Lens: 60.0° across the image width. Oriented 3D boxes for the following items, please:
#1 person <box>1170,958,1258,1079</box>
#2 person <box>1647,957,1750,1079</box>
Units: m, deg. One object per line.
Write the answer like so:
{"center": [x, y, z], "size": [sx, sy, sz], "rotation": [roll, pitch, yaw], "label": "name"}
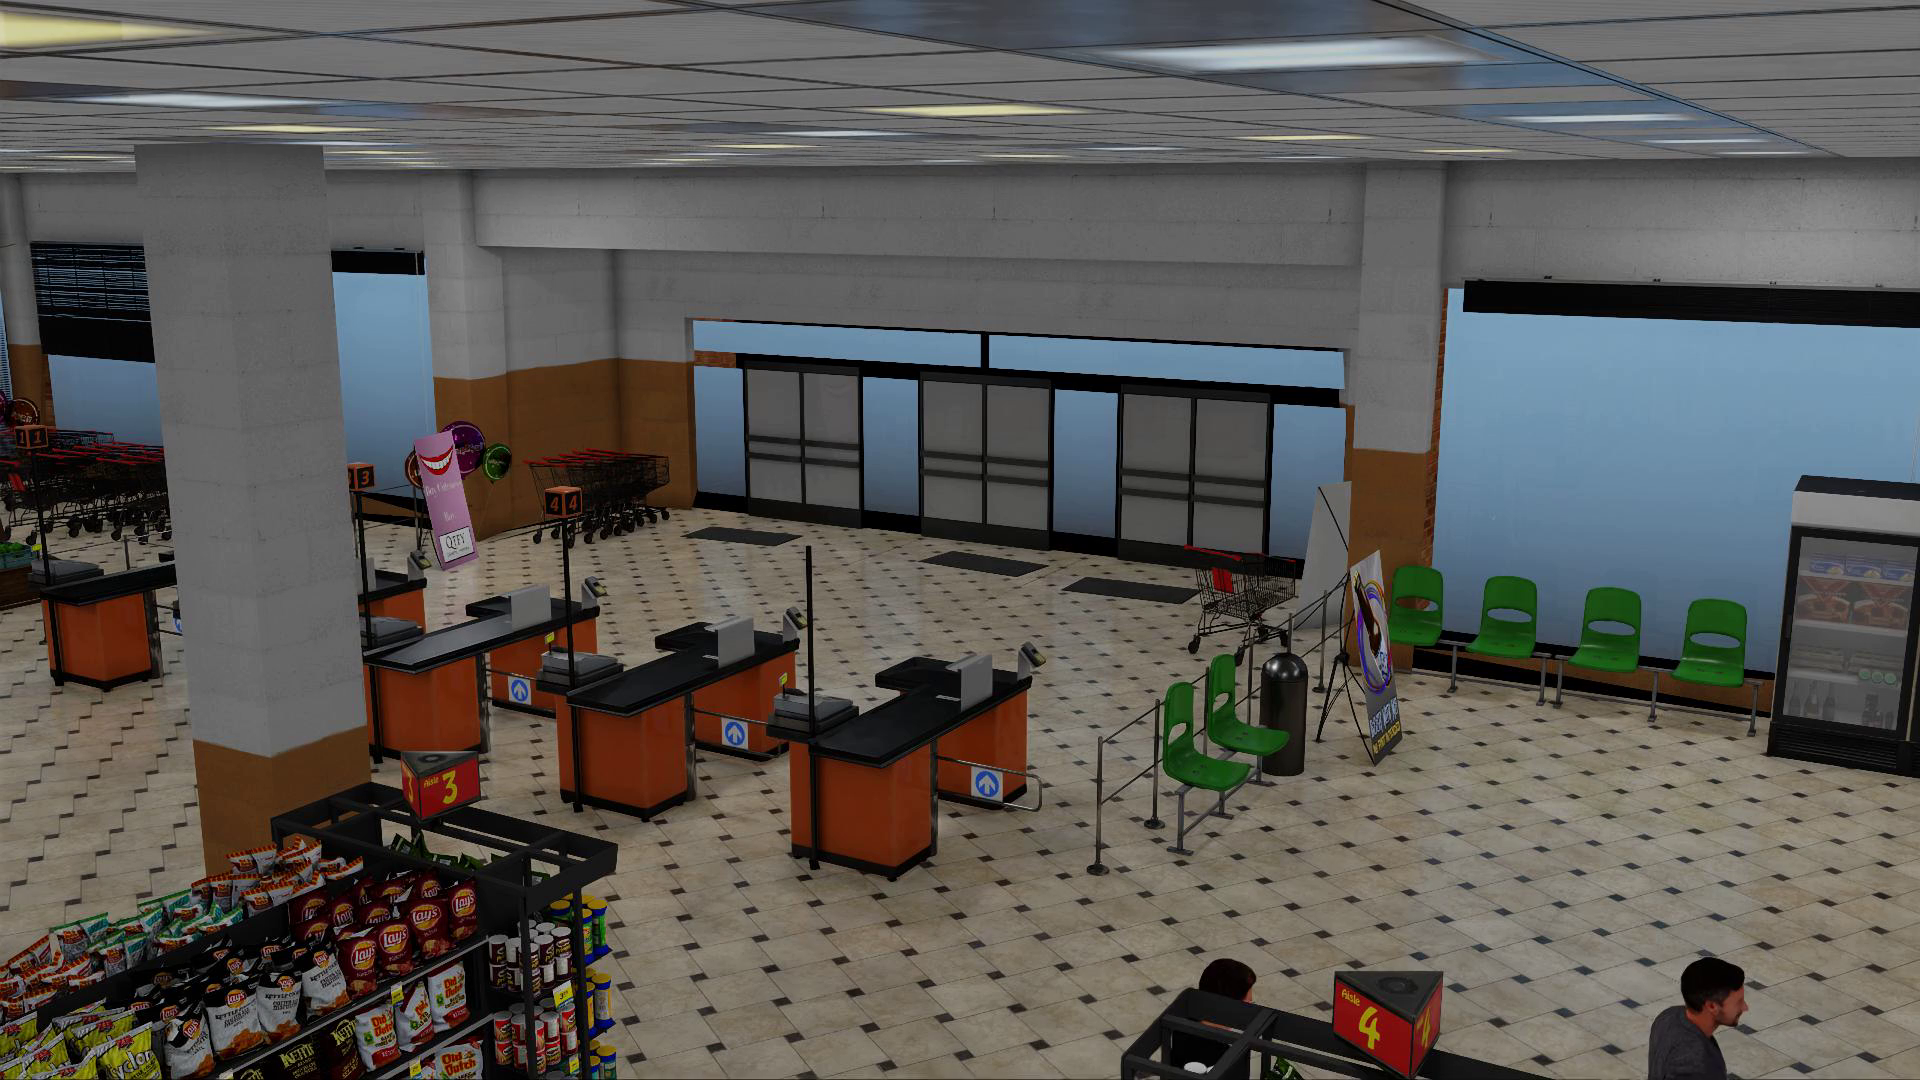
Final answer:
{"center": [0.851, 2.517, 6.520], "size": [0.873, 1.844, 0.811], "rotation": [-3, 12, -14], "label": "person"}
{"center": [2.737, 2.504, 6.557], "size": [0.880, 1.854, 0.756], "rotation": [1, 12, 6], "label": "person"}
